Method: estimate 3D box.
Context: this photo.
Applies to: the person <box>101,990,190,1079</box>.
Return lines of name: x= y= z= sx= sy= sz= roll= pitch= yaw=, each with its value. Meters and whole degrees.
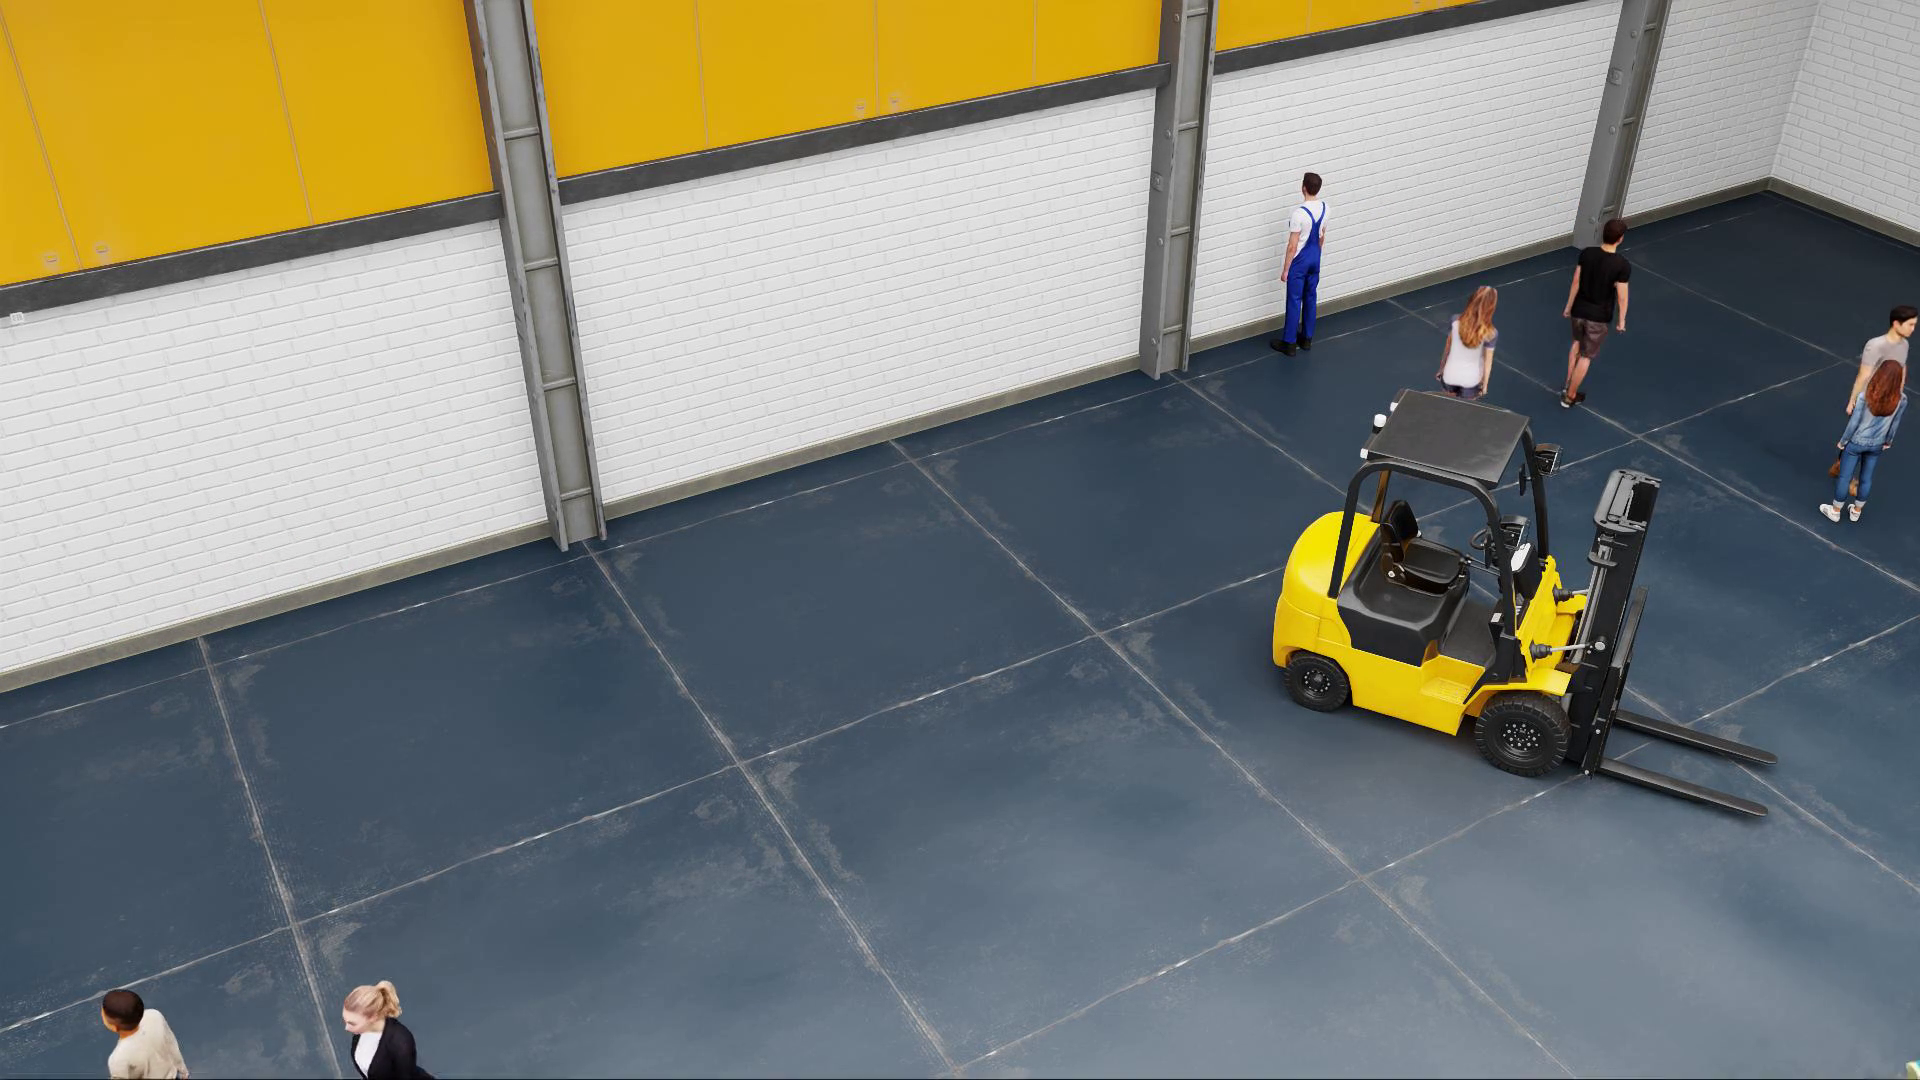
person: x=-3.969 y=2.798 z=8.355 sx=0.673 sy=1.455 sz=0.641 roll=2 pitch=34 yaw=3

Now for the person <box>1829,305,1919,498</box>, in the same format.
person: x=7.744 y=-1.253 z=14.221 sx=0.633 sy=1.709 sz=0.699 roll=-15 pitch=36 yaw=-21

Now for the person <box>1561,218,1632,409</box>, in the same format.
person: x=5.766 y=-2.062 z=15.312 sx=0.741 sy=1.848 sz=0.754 roll=-27 pitch=42 yaw=-34

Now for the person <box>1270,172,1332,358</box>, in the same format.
person: x=3.365 y=-2.710 z=16.285 sx=0.483 sy=1.850 sz=0.676 roll=-18 pitch=38 yaw=-25

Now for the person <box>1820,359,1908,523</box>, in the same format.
person: x=7.508 y=-0.819 z=13.779 sx=0.600 sy=1.475 sz=0.703 roll=2 pitch=34 yaw=3

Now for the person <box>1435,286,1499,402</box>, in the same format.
person: x=4.306 y=-1.372 z=14.394 sx=0.740 sy=1.715 sz=0.791 roll=25 pitch=41 yaw=32

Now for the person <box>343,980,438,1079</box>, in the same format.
person: x=-2.673 y=2.730 z=8.261 sx=0.855 sy=1.674 sz=0.977 roll=16 pitch=37 yaw=23
